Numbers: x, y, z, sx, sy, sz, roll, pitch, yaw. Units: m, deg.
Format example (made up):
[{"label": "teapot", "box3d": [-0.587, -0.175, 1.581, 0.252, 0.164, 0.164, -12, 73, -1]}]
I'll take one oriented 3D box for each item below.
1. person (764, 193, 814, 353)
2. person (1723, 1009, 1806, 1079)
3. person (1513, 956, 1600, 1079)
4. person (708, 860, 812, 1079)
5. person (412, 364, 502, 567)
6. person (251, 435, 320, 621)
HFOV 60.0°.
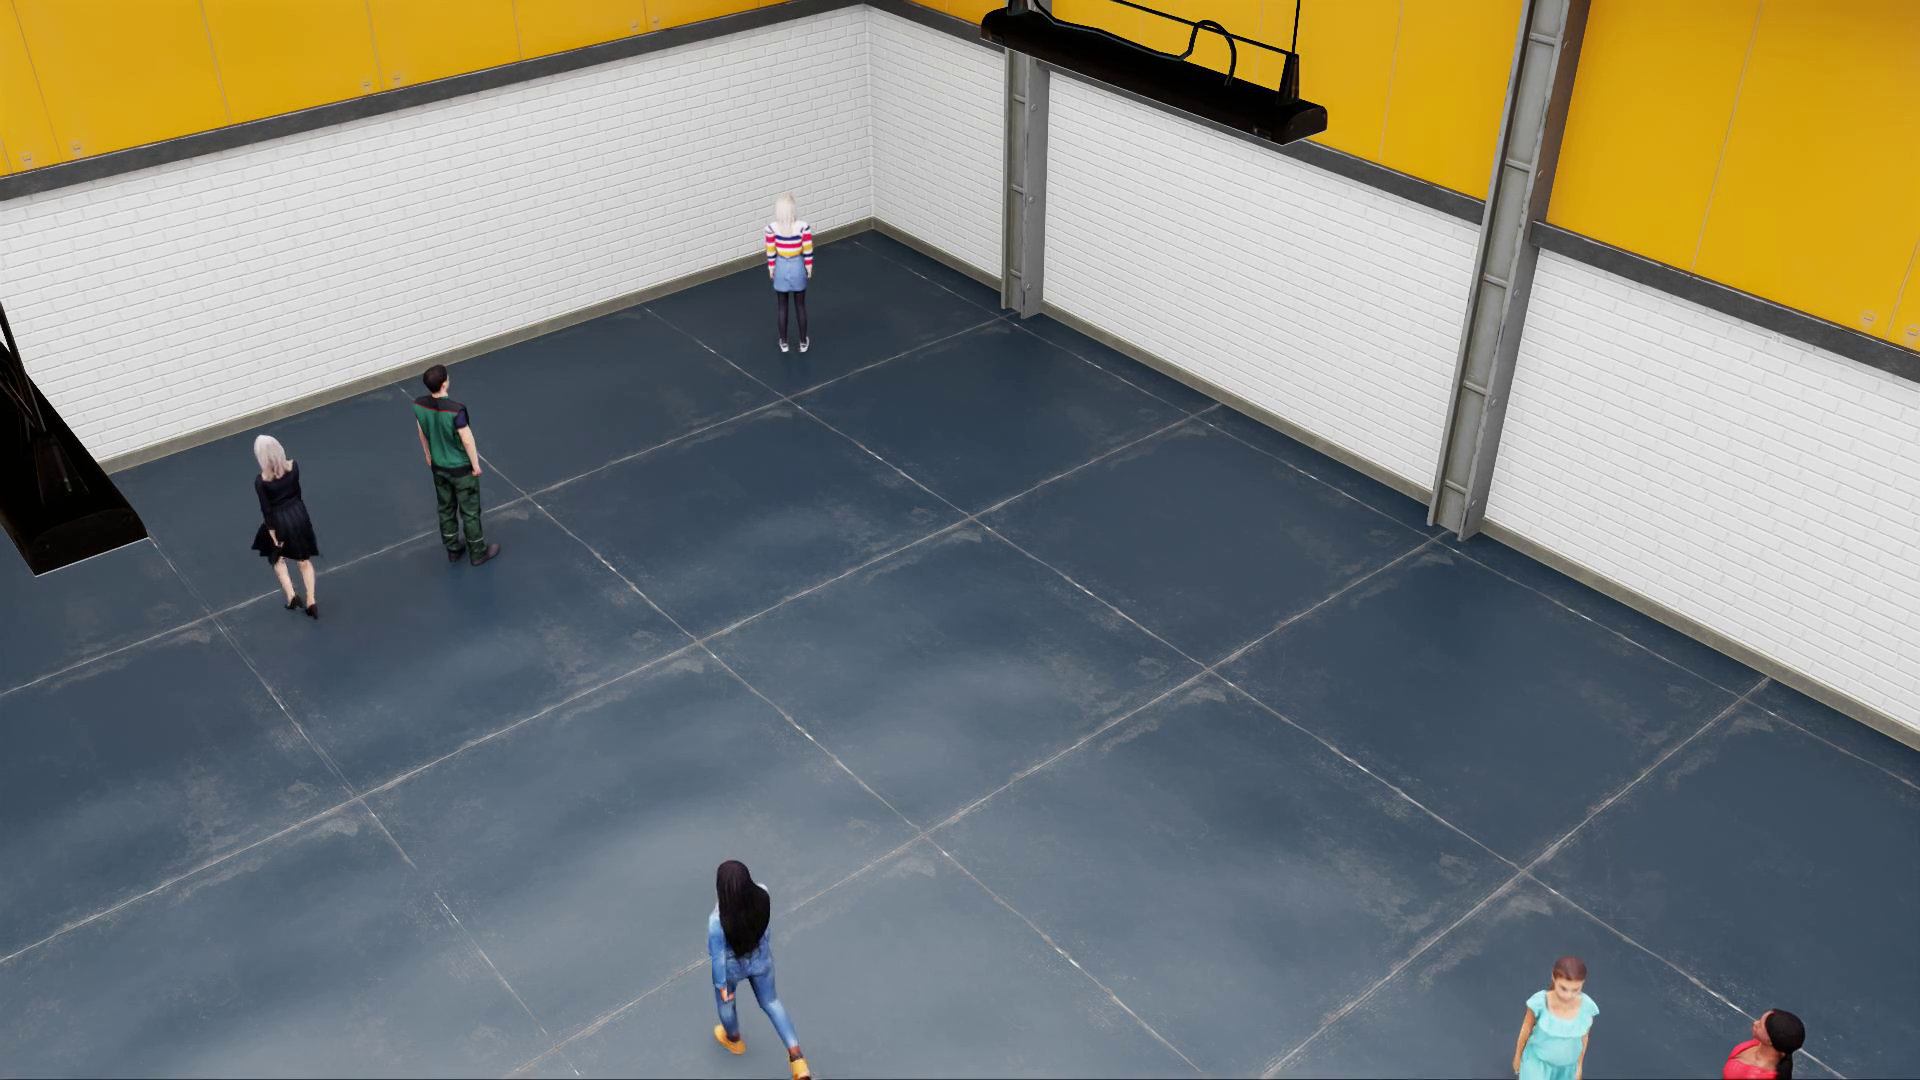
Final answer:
[{"label": "person", "box3d": [-1.830, -2.876, 17.893, 0.719, 1.810, 0.744, -1, 34, -2]}, {"label": "person", "box3d": [4.165, 3.141, 8.864, 0.678, 1.784, 0.684, 20, 39, 27]}, {"label": "person", "box3d": [3.345, 2.892, 9.451, 0.837, 1.549, 0.885, 5, 34, 7]}, {"label": "person", "box3d": [-1.208, 2.571, 9.812, 0.599, 1.683, 1.065, -25, 41, -32]}, {"label": "person", "box3d": [-4.422, -0.660, 14.478, 0.695, 1.899, 0.827, 12, 35, 17]}, {"label": "person", "box3d": [-5.501, -0.083, 13.757, 0.726, 1.736, 0.698, 23, 40, 31]}]
